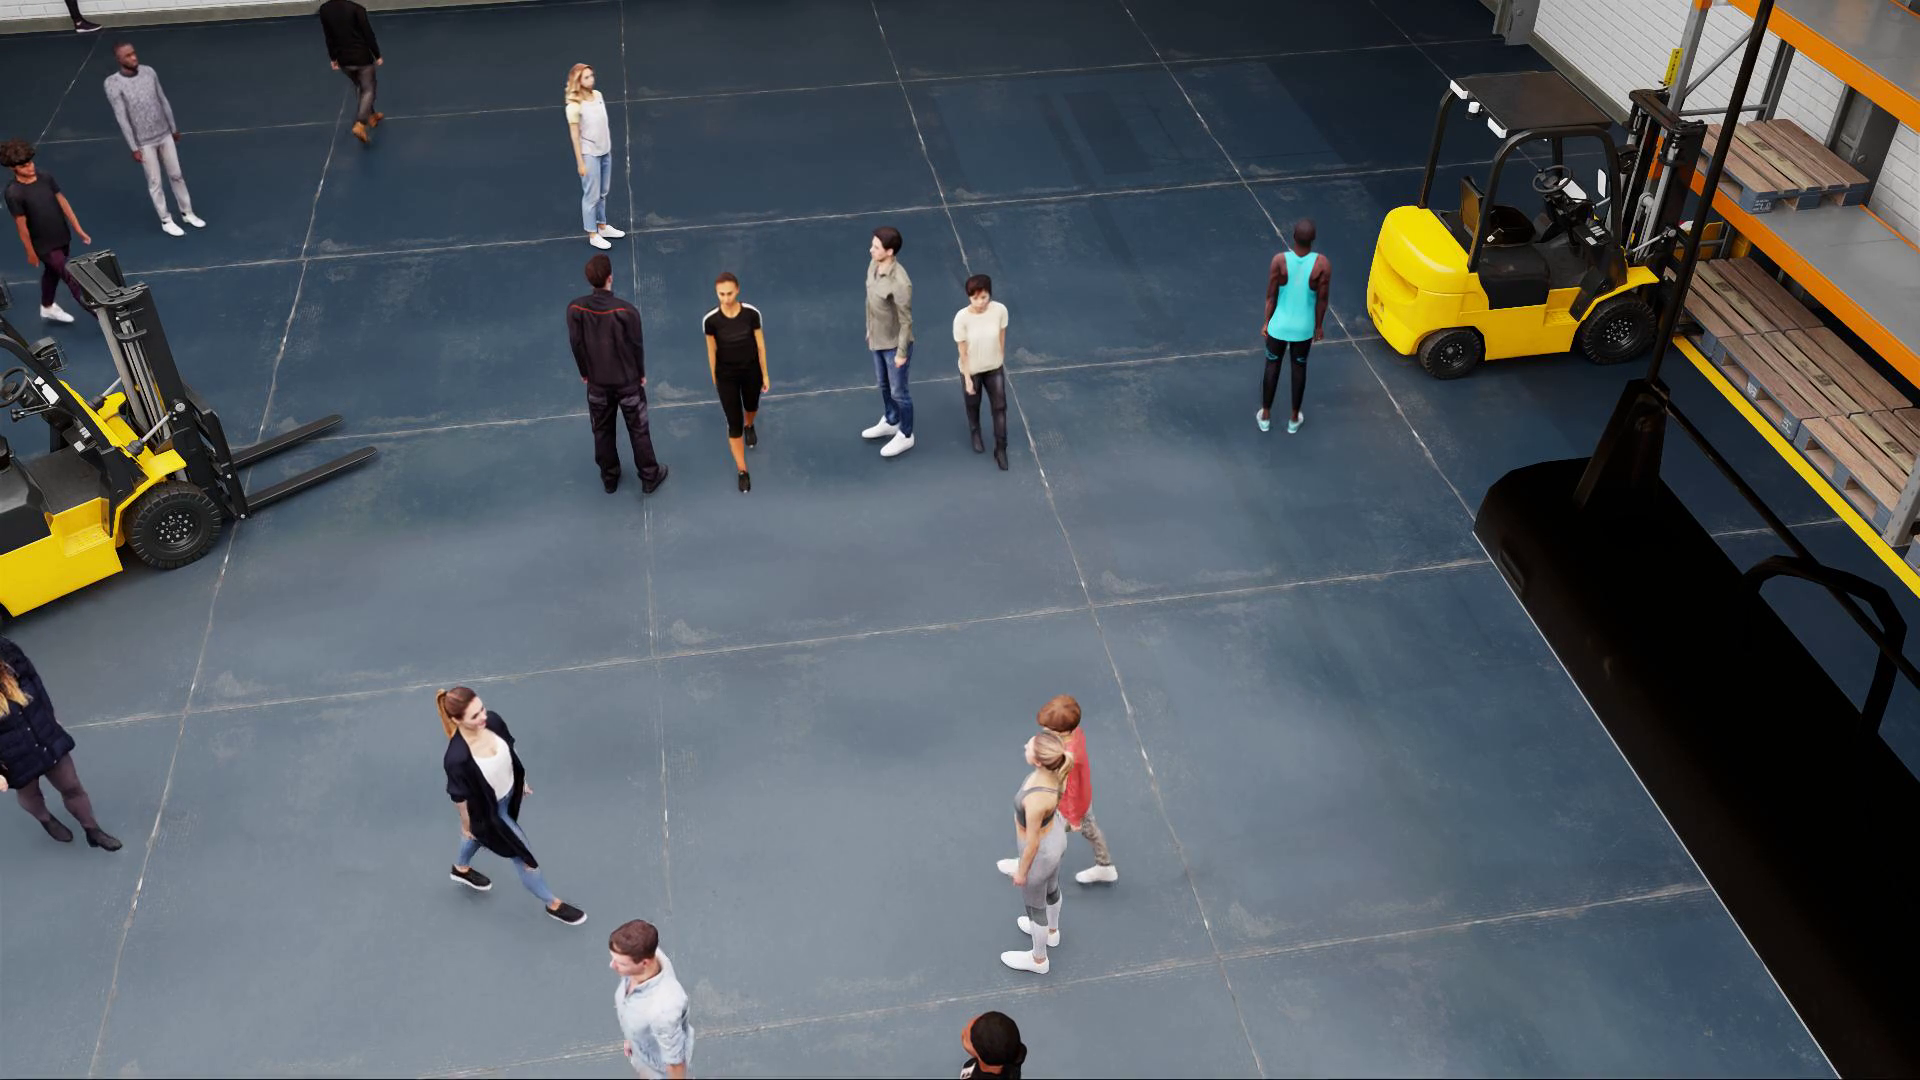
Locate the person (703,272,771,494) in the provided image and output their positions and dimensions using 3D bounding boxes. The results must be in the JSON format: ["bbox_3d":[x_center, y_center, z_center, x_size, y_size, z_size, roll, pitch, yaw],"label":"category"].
[{"bbox_3d":[-1.628,-1.273,12.315,0.623,1.632,1.095,-8,39,-10],"label":"person"}]

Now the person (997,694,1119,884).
[{"bbox_3d":[0.691,1.412,9.154,0.767,1.381,0.914,3,39,4],"label":"person"}]

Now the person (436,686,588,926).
[{"bbox_3d":[-2.602,1.401,8.961,1.029,1.638,1.137,13,40,15],"label":"person"}]

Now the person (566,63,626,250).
[{"bbox_3d":[-3.311,-3.472,14.996,0.770,1.722,0.660,14,41,17],"label":"person"}]

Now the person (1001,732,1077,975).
[{"bbox_3d":[0.427,1.612,8.645,0.721,1.704,0.641,15,41,18],"label":"person"}]

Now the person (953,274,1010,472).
[{"bbox_3d":[0.129,-1.319,12.422,0.633,1.570,0.801,-11,40,-14],"label":"person"}]

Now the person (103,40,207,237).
[{"bbox_3d":[-7.391,-3.682,15.169,0.814,1.833,0.746,22,44,25],"label":"person"}]

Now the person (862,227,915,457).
[{"bbox_3d":[-0.504,-1.492,12.402,0.836,1.864,0.651,-20,43,-23],"label":"person"}]

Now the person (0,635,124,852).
[{"bbox_3d":[-5.315,1.105,9.317,0.984,1.658,0.926,23,44,26],"label":"person"}]

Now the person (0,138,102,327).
[{"bbox_3d":[-7.608,-2.505,13.780,0.927,1.729,1.126,7,39,9],"label":"person"}]

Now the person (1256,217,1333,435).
[{"bbox_3d":[2.511,-1.620,12.607,0.685,1.810,0.645,7,39,9],"label":"person"}]

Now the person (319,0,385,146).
[{"bbox_3d":[-6.111,-4.847,16.730,0.893,1.707,1.125,8,39,10],"label":"person"}]

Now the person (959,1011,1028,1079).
[{"bbox_3d":[0.132,2.632,7.391,0.737,1.675,0.623,10,40,12],"label":"person"}]

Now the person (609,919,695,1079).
[{"bbox_3d":[-1.287,2.328,7.642,0.803,1.836,0.748,-17,42,-20],"label":"person"}]

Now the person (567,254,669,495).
[{"bbox_3d":[-2.487,-1.179,11.973,0.752,1.912,0.693,4,39,5],"label":"person"}]
